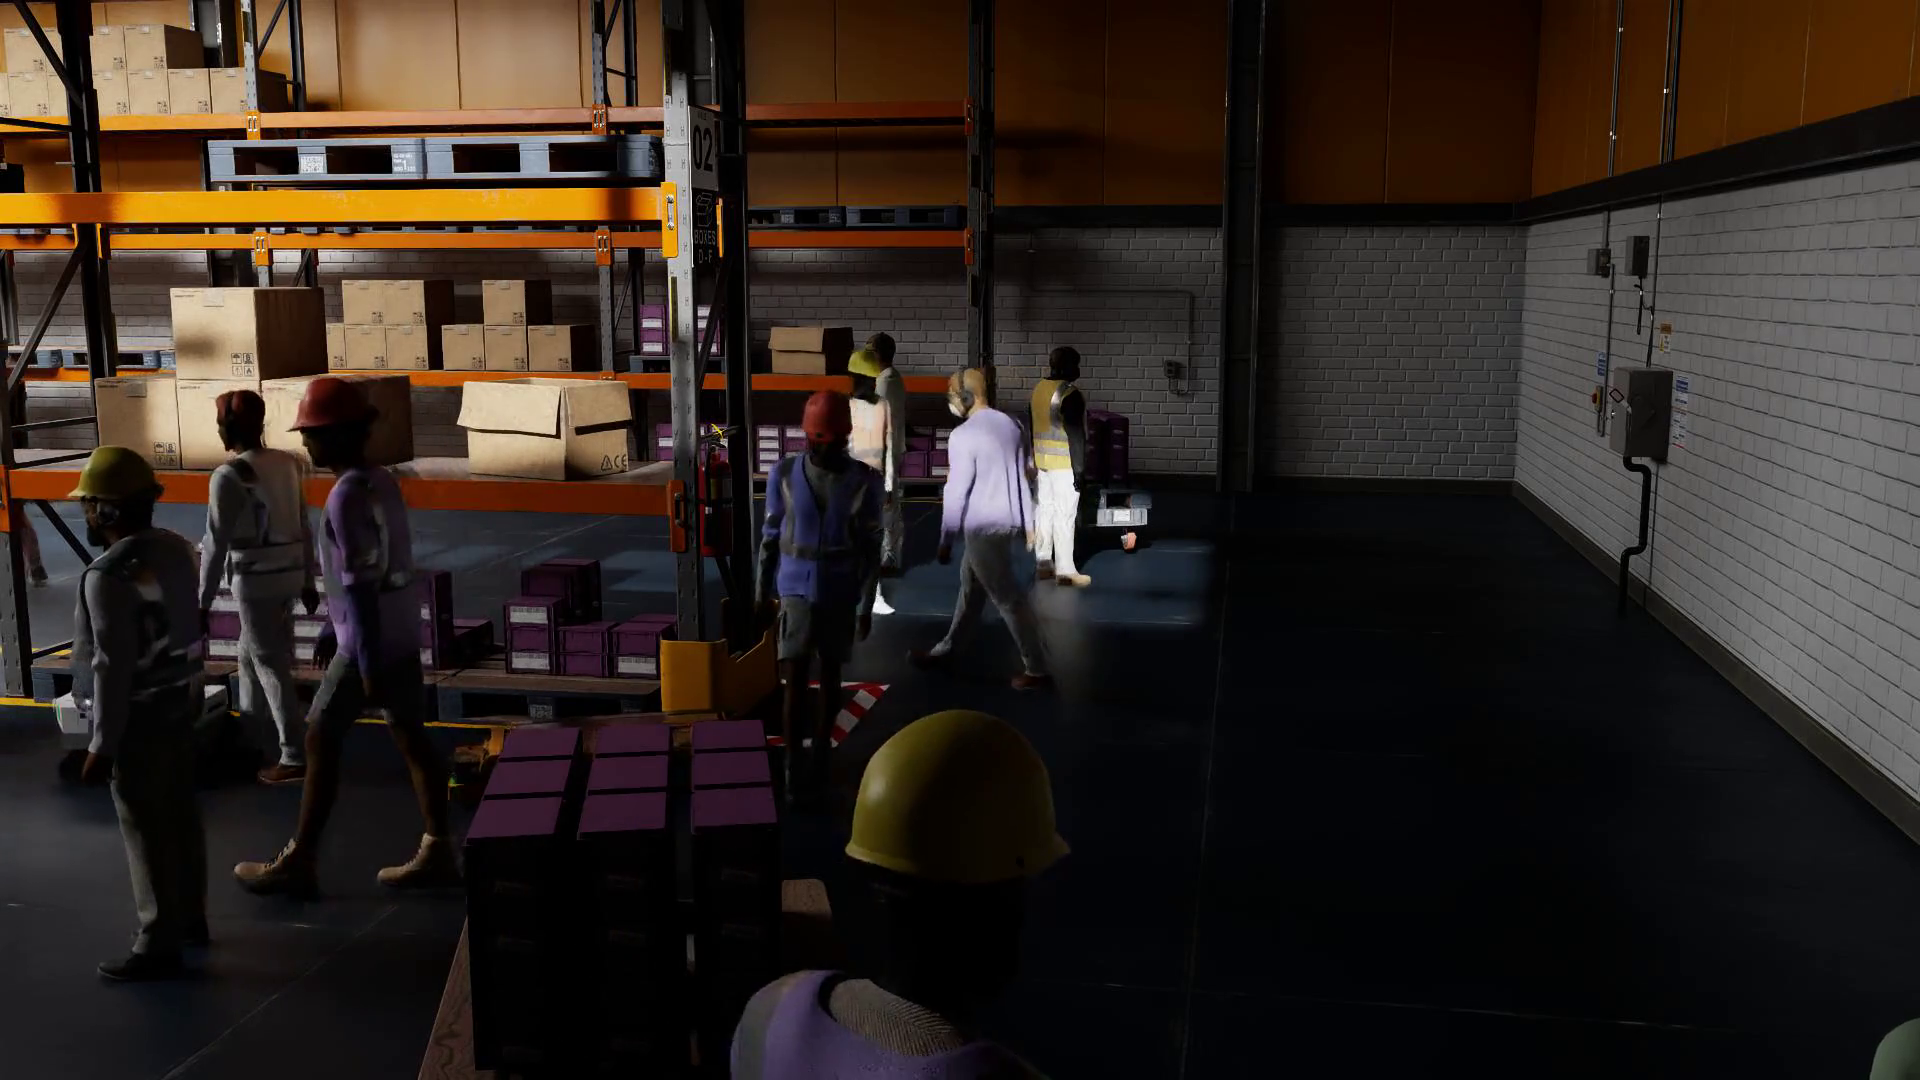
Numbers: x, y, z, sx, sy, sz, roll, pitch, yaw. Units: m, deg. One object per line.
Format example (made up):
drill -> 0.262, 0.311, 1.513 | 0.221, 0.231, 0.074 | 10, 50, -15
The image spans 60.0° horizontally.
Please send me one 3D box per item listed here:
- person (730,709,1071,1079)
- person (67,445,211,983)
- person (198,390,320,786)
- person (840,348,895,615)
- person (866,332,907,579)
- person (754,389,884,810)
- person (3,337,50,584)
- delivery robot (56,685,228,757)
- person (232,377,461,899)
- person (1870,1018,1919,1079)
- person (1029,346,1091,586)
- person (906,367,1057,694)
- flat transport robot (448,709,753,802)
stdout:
person -> -0.037, 1.145, 1.999 | 0.428, 1.912, 0.588 | -8, 12, -40
person -> -2.798, 0.589, 5.676 | 0.403, 1.832, 0.596 | 0, 9, -1
person -> -3.370, 0.230, 7.791 | 0.781, 1.859, 0.601 | 2, 9, 13
person -> -0.765, -0.447, 11.981 | 0.587, 1.883, 0.951 | -9, 12, -43
person -> -0.606, -0.666, 13.132 | 0.372, 1.940, 0.631 | -1, 9, -6
person -> -0.643, 0.262, 7.518 | 0.587, 1.890, 0.833 | 0, 9, -2
person -> -7.221, -0.572, 12.520 | 0.445, 1.957, 0.676 | 1, 9, 5
delivery robot -> -3.882, 0.820, 7.903 | 0.707, 0.478, 0.477 | 0, 9, 0
person -> -2.396, 0.388, 6.392 | 0.941, 2.000, 0.605 | 0, 9, 0
person -> 1.525, 1.224, 2.354 | 0.507, 1.631, 0.275 | 3, 10, 20
person -> 0.788, -0.573, 12.855 | 0.429, 1.841, 0.634 | -5, 10, -28
person -> 0.137, -0.059, 9.573 | 1.029, 1.874, 0.664 | 5, 10, 28
flat transport robot -> -1.672, 1.008, 7.905 | 1.431, 0.197, 0.652 | -2, 9, -13
